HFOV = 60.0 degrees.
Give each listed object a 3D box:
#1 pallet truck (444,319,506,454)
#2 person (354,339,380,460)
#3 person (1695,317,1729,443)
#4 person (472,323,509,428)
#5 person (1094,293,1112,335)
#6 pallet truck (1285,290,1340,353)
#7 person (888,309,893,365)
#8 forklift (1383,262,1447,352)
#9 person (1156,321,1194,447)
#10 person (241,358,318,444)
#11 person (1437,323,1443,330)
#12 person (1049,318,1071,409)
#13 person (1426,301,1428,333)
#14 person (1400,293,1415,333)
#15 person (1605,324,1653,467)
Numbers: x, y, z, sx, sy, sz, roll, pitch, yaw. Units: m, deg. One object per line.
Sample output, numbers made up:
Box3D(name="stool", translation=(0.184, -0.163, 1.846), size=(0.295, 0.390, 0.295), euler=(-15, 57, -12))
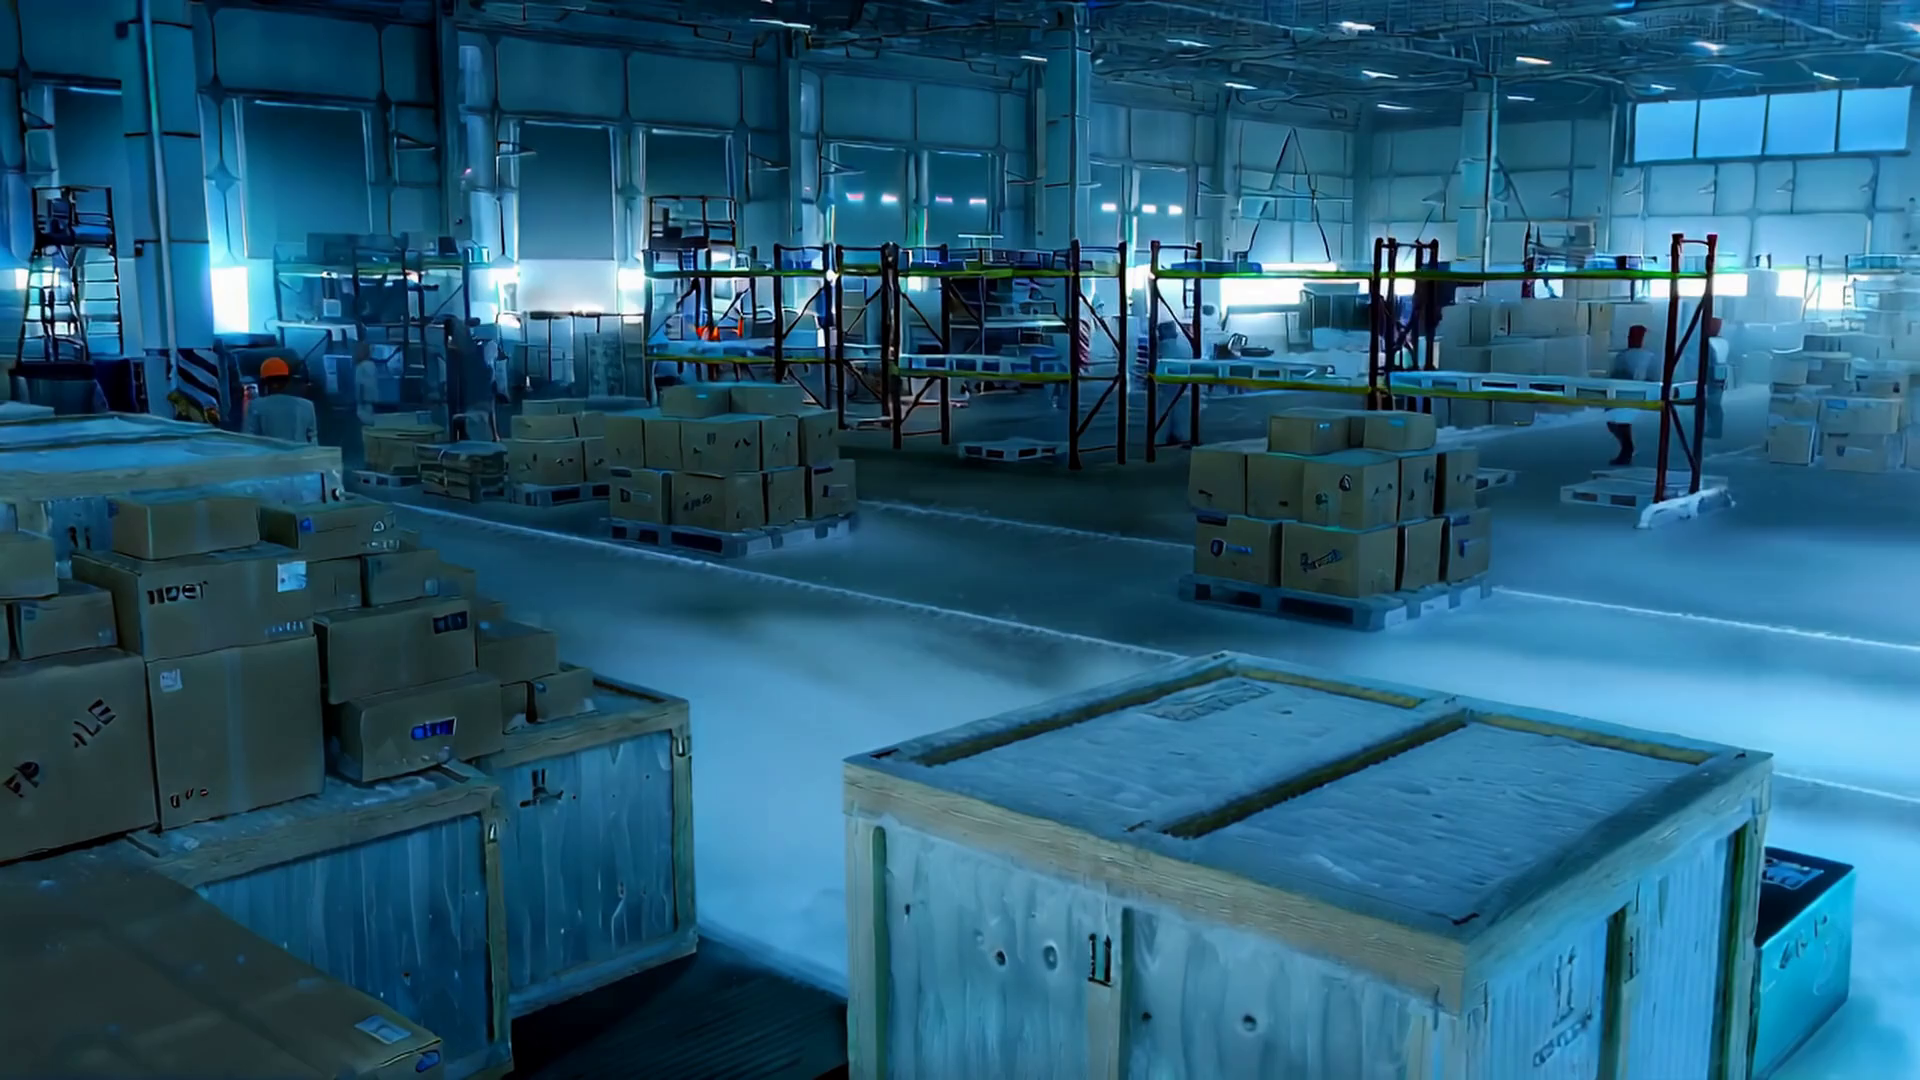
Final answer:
Box3D(name="pallet truck", translation=(-6.981, -1.942, 22.150), size=(1.885, 1.965, 0.823), euler=(1, 9, 9))
Box3D(name="person", translation=(-8.265, -1.954, 23.156), size=(0.360, 1.684, 0.551), euler=(0, 9, 0))
Box3D(name="person", translation=(11.555, -2.444, 25.472), size=(0.596, 1.917, 0.372), euler=(-9, 13, -43))
Box3D(name="person", translation=(-7.715, -2.644, 27.148), size=(0.550, 1.769, 0.961), euler=(6, 11, 34))
Box3D(name="person", translation=(4.412, -6.647, 51.218), size=(0.543, 1.929, 0.387), euler=(-1, 9, -9))
Box3D(name="pallet truck", translation=(11.297, -6.951, 52.861), size=(1.885, 1.965, 0.823), euler=(-5, 11, -29))
Box3D(name="person", translation=(-1.744, -5.265, 43.649), size=(0.313, 1.633, 0.522), euler=(3, 10, 20))
Box3D(name="forklift", translation=(11.122, -5.213, 39.505), size=(1.873, 2.768, 1.129), euler=(9, 13, 43))
Box3D(name="person", translation=(3.212, -2.307, 24.719), size=(0.467, 1.895, 0.765), euler=(-8, 12, -40))
Box3D(name="person", translation=(-5.692, -0.568, 13.971), size=(0.591, 1.918, 0.412), euler=(-4, 10, -22))
Box3D(name="person", translation=(10.097, -3.873, 34.364), size=(0.547, 1.897, 1.005), euler=(8, 12, 42))
Box3D(name="person", translation=(1.920, -3.335, 31.491), size=(0.485, 1.737, 0.320), euler=(1, 9, 9))
Box3D(name="person", translation=(13.279, -6.039, 47.452), size=(0.634, 1.939, 0.367), euler=(5, 10, 27))
Box3D(name="person", translation=(14.586, -7.099, 54.124), size=(0.575, 1.883, 0.355), euler=(-2, 9, -9))
Box3D(name="person", translation=(8.892, -1.905, 22.119), size=(0.631, 1.934, 0.587), euler=(-3, 10, -19))
